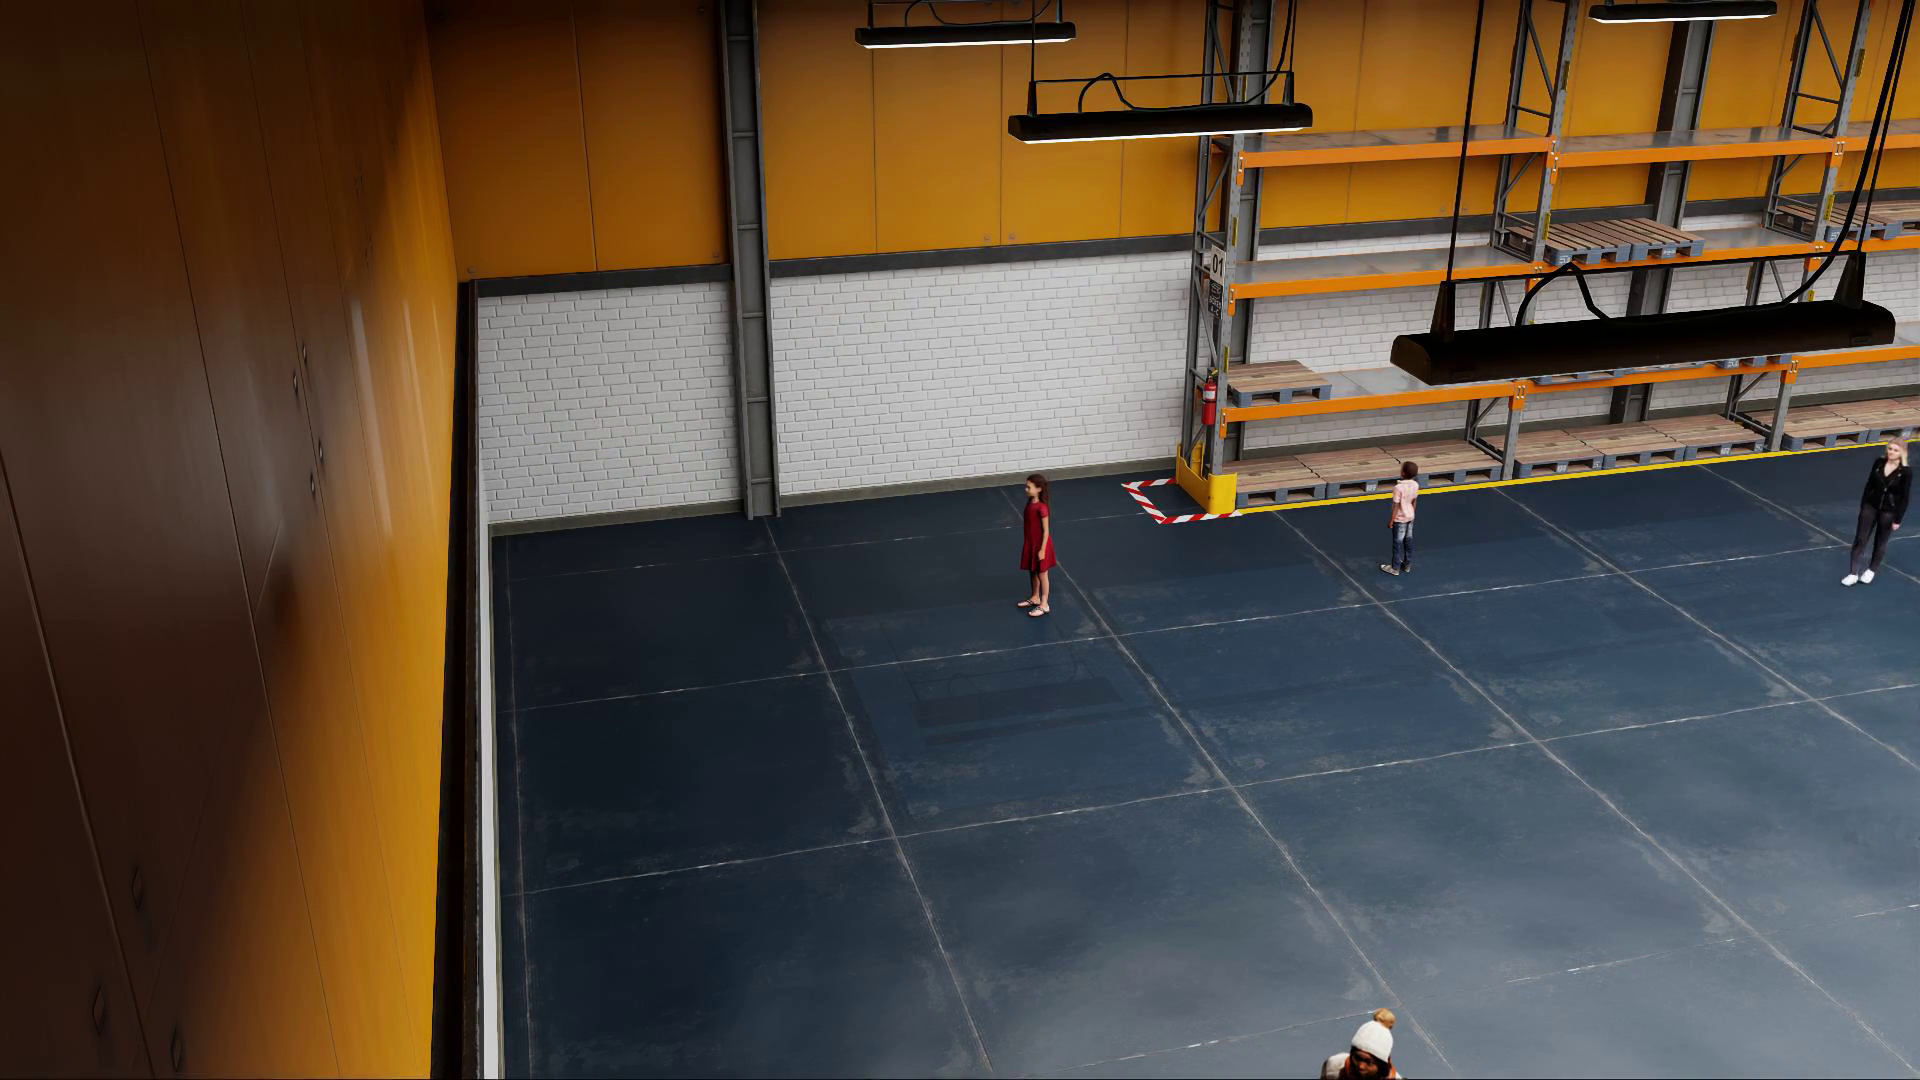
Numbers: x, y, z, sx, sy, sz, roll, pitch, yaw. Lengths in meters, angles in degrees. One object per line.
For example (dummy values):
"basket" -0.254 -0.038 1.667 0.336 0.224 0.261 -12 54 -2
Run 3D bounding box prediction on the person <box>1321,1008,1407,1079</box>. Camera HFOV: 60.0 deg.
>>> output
"person" 2.210 3.395 9.235 0.820 1.887 0.884 12 27 26

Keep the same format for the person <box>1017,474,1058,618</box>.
"person" 0.806 0.030 17.350 0.654 1.552 0.597 -11 26 -24

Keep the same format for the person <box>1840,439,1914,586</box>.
"person" 10.010 -0.317 17.994 0.950 1.672 0.841 -20 31 -38

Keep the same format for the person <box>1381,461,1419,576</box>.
"person" 4.878 -0.253 18.303 0.478 1.307 0.613 -13 27 -28
